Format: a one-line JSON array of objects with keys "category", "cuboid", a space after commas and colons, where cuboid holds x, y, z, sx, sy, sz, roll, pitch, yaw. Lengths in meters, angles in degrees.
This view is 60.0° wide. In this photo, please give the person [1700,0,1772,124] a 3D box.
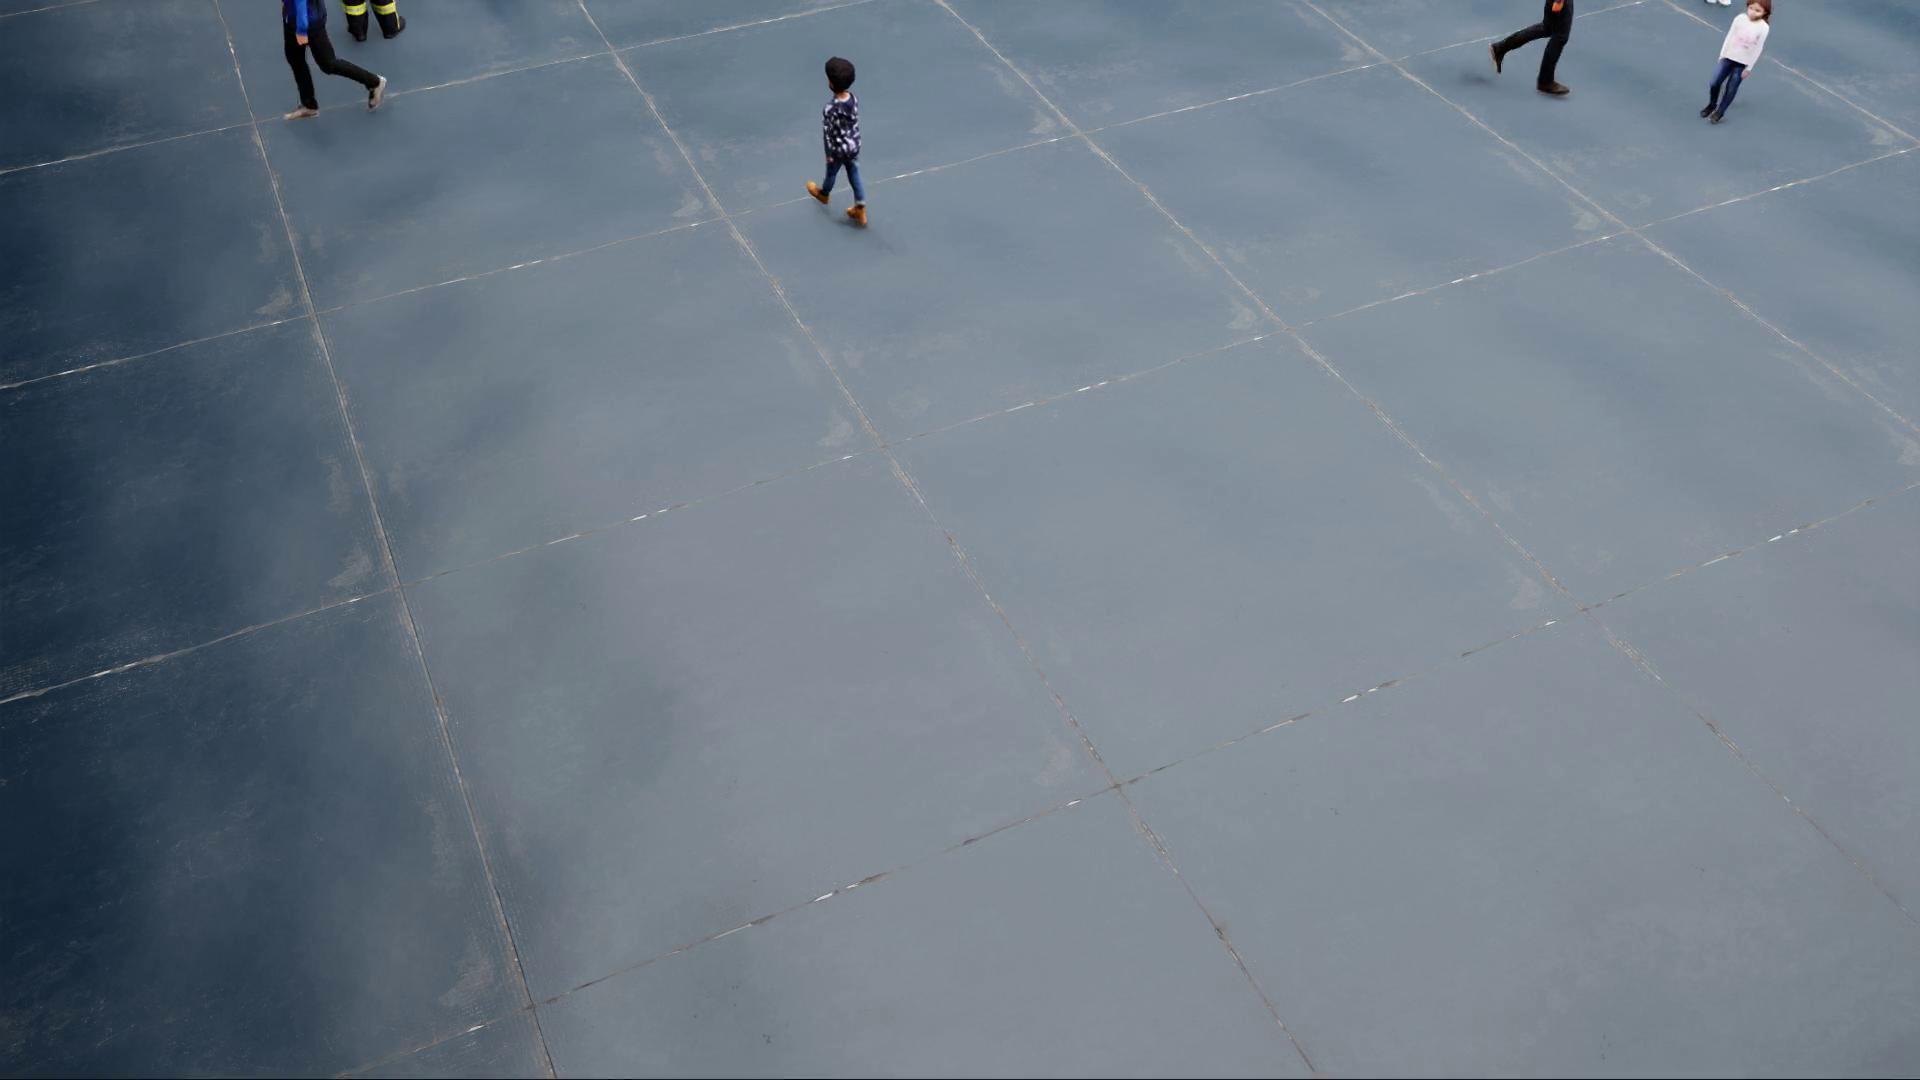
[{"category": "person", "cuboid": [6.181, -3.834, 13.159, 0.503, 1.101, 0.586, 33, 51, 31]}]

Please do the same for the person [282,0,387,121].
[{"category": "person", "cuboid": [-5.022, -4.102, 12.983, 0.836, 1.734, 1.036, -25, 48, -25]}]

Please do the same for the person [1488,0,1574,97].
[{"category": "person", "cuboid": [4.723, -4.435, 13.339, 1.064, 1.750, 1.011, -24, 47, -24]}]

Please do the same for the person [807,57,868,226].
[{"category": "person", "cuboid": [-0.809, -2.839, 11.976, 0.655, 1.219, 0.876, -31, 51, -30]}]

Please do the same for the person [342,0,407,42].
[{"category": "person", "cuboid": [-5.152, -5.207, 14.015, 0.847, 1.983, 0.782, -4, 42, -4]}]
